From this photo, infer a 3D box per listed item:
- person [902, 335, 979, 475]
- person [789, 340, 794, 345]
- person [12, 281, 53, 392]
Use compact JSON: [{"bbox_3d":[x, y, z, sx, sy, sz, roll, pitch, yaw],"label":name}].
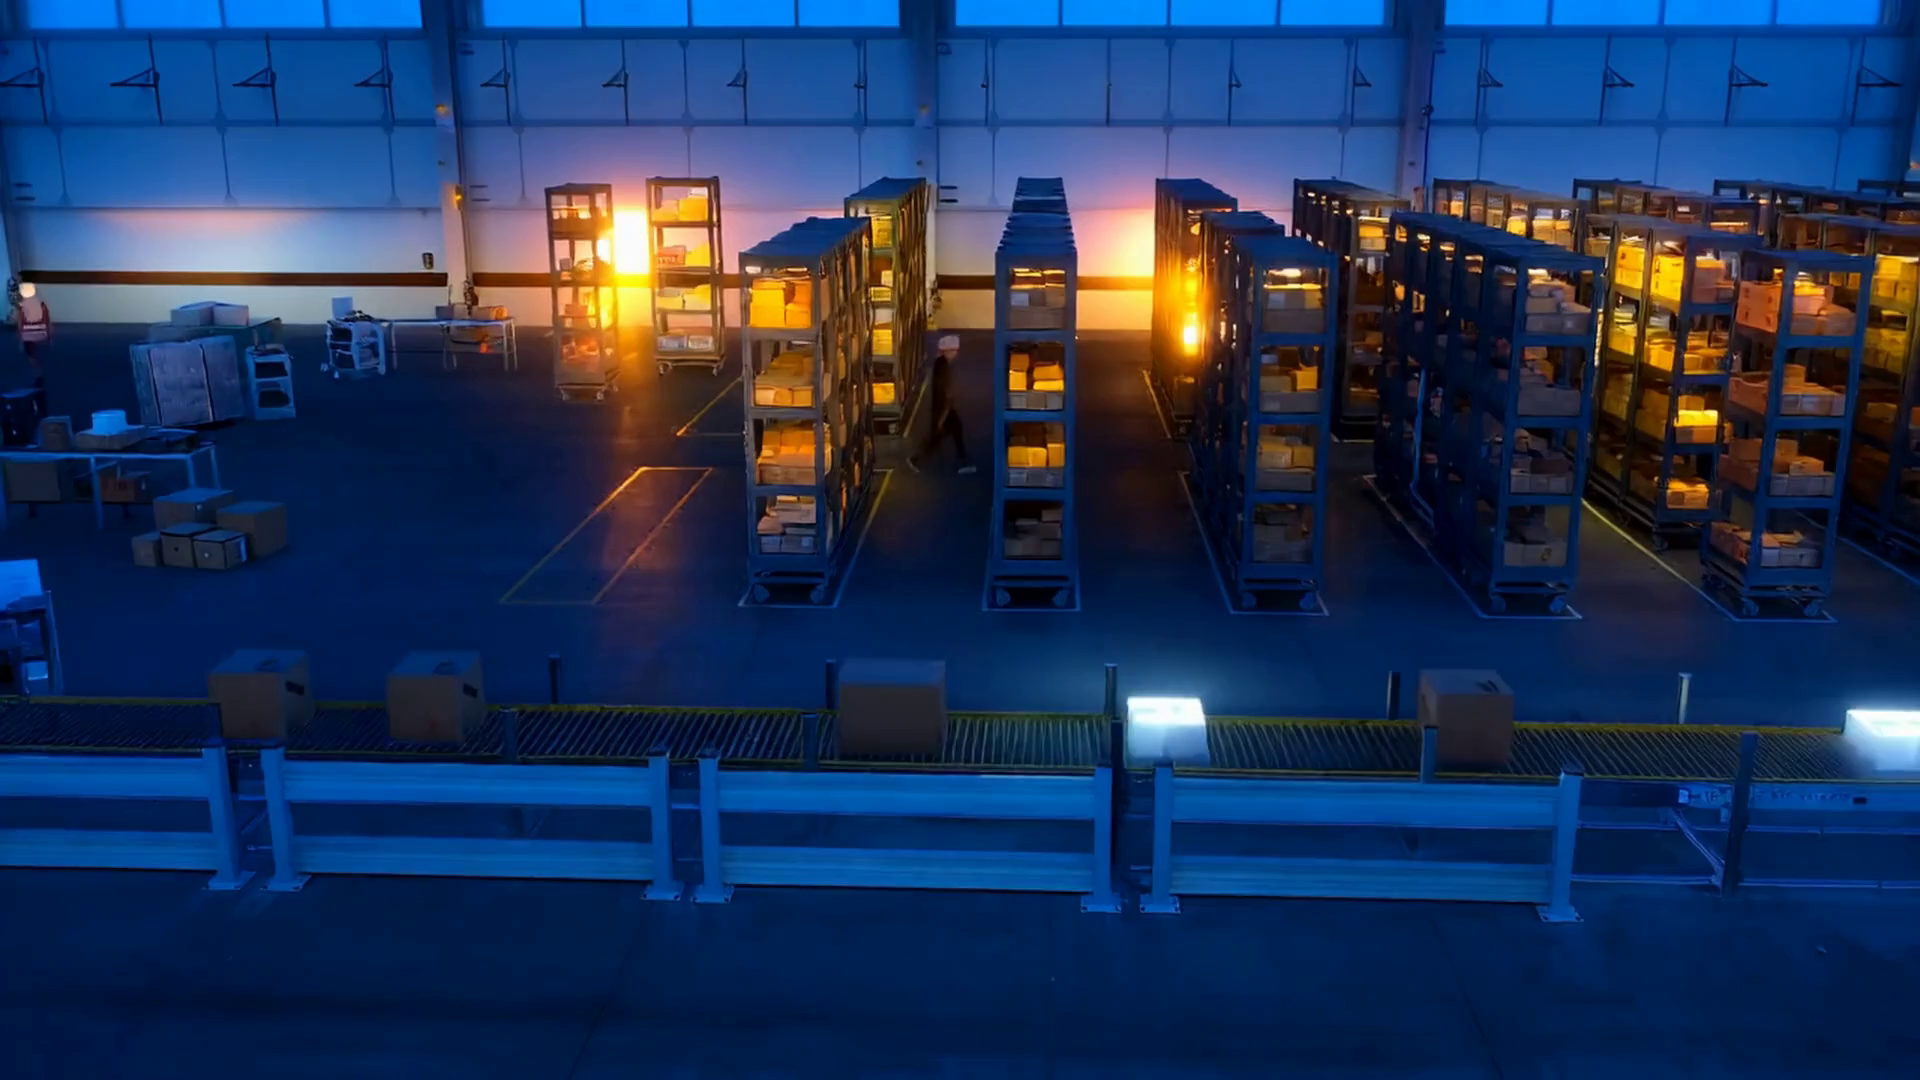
[{"bbox_3d":[-0.288,-1.829,22.649,1.016,1.949,0.602,-5,16,-19],"label":"person"},{"bbox_3d":[-2.840,-3.554,29.280,0.586,1.822,0.404,13,20,41],"label":"person"},{"bbox_3d":[-16.152,-3.540,29.004,0.440,1.933,0.645,13,20,40],"label":"person"}]
